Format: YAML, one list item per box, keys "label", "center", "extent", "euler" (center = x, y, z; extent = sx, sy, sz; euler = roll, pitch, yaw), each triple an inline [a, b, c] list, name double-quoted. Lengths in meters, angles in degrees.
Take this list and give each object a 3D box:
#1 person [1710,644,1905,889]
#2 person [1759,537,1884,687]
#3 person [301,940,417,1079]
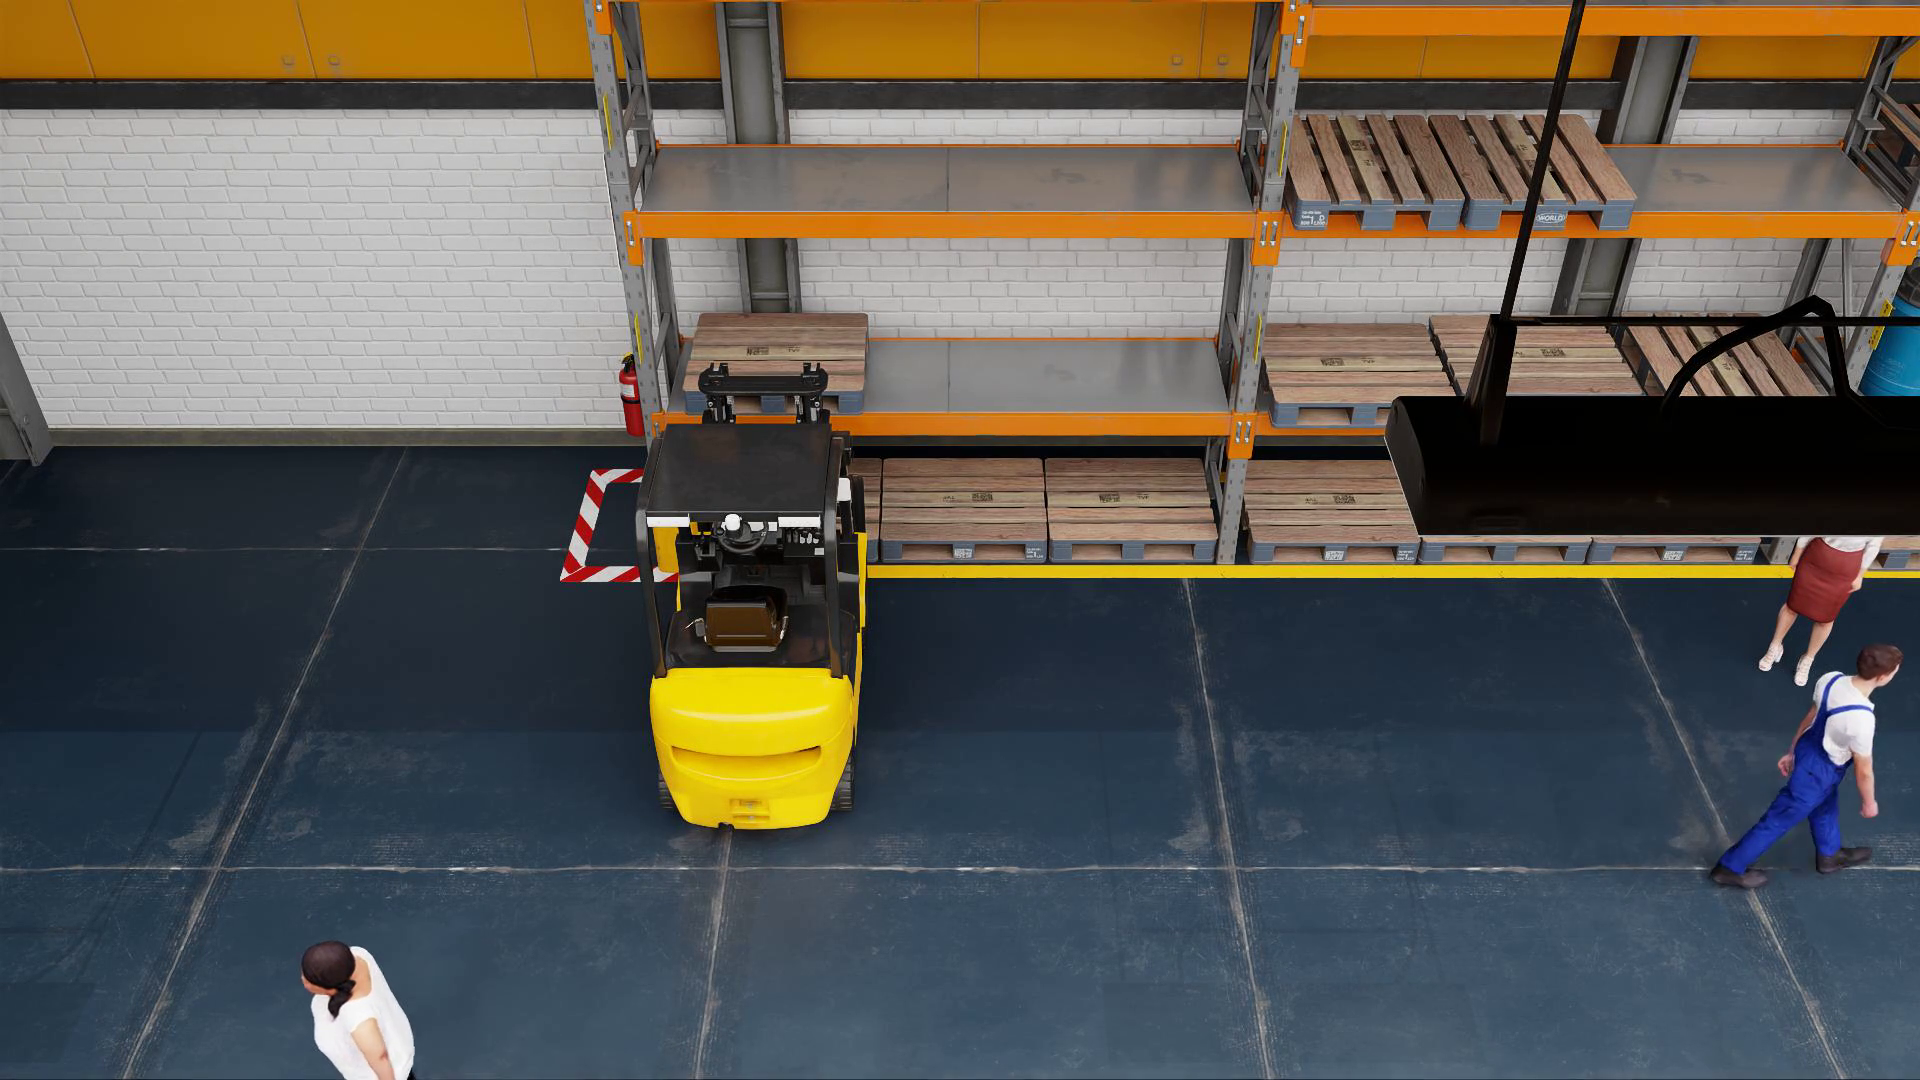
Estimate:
- label: "person"
  center: [4.603, 1.297, 9.165]
  extent: [1.148, 1.807, 0.653]
  euler: [2, 39, 3]
- label: "person"
  center: [5.526, 0.194, 10.591]
  extent: [0.648, 1.751, 0.736]
  euler: [26, 45, 29]
- label: "person"
  center: [-2.721, 2.425, 7.867]
  extent: [0.928, 1.665, 0.778]
  euler: [-9, 39, -11]
